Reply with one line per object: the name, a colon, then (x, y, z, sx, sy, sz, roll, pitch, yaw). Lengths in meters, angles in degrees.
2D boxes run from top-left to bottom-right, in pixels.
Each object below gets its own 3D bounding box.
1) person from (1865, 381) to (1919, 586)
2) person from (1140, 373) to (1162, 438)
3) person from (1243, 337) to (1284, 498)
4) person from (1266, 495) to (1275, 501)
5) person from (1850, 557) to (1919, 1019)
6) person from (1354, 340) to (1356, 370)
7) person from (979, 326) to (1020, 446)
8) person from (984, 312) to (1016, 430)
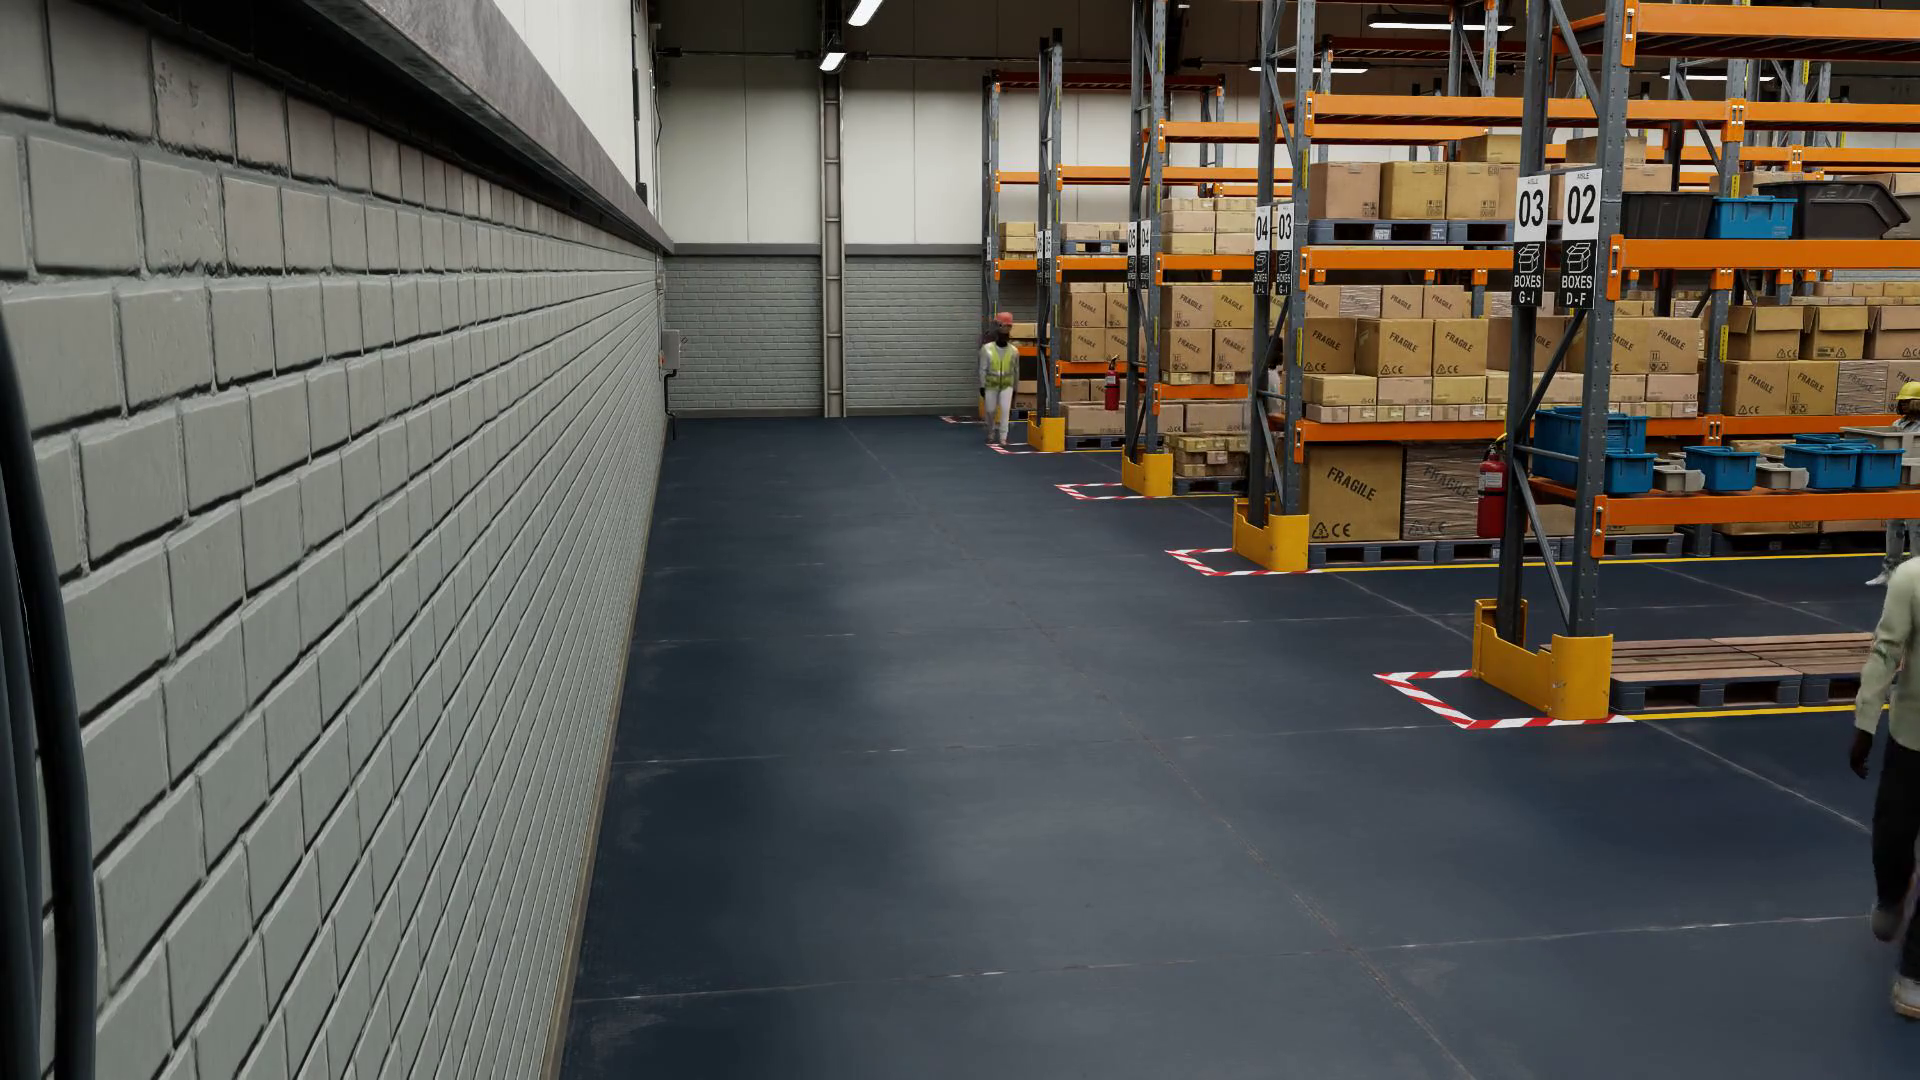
person: (7.826, -0.438, 13.773, 0.299, 1.743, 0.492, -3, 10, -16)
person: (3.045, -2.513, 26.353, 0.796, 1.816, 0.585, -1, 9, -8)
person: (3.503, -1.275, 18.316, 0.855, 1.931, 0.648, 4, 10, 24)
person: (4.041, -1.334, 19.041, 0.951, 1.833, 0.533, -1, 9, -6)
person: (3.606, 0.705, 6.030, 0.655, 1.964, 0.700, 5, 10, 26)
person: (3.975, -1.204, 17.575, 0.887, 2.000, 0.696, 5, 10, 28)
person: (0.595, -2.350, 25.334, 0.633, 1.817, 0.675, -1, 9, -5)
person: (0.721, -2.806, 27.690, 0.730, 1.957, 0.616, -1, 9, -6)
